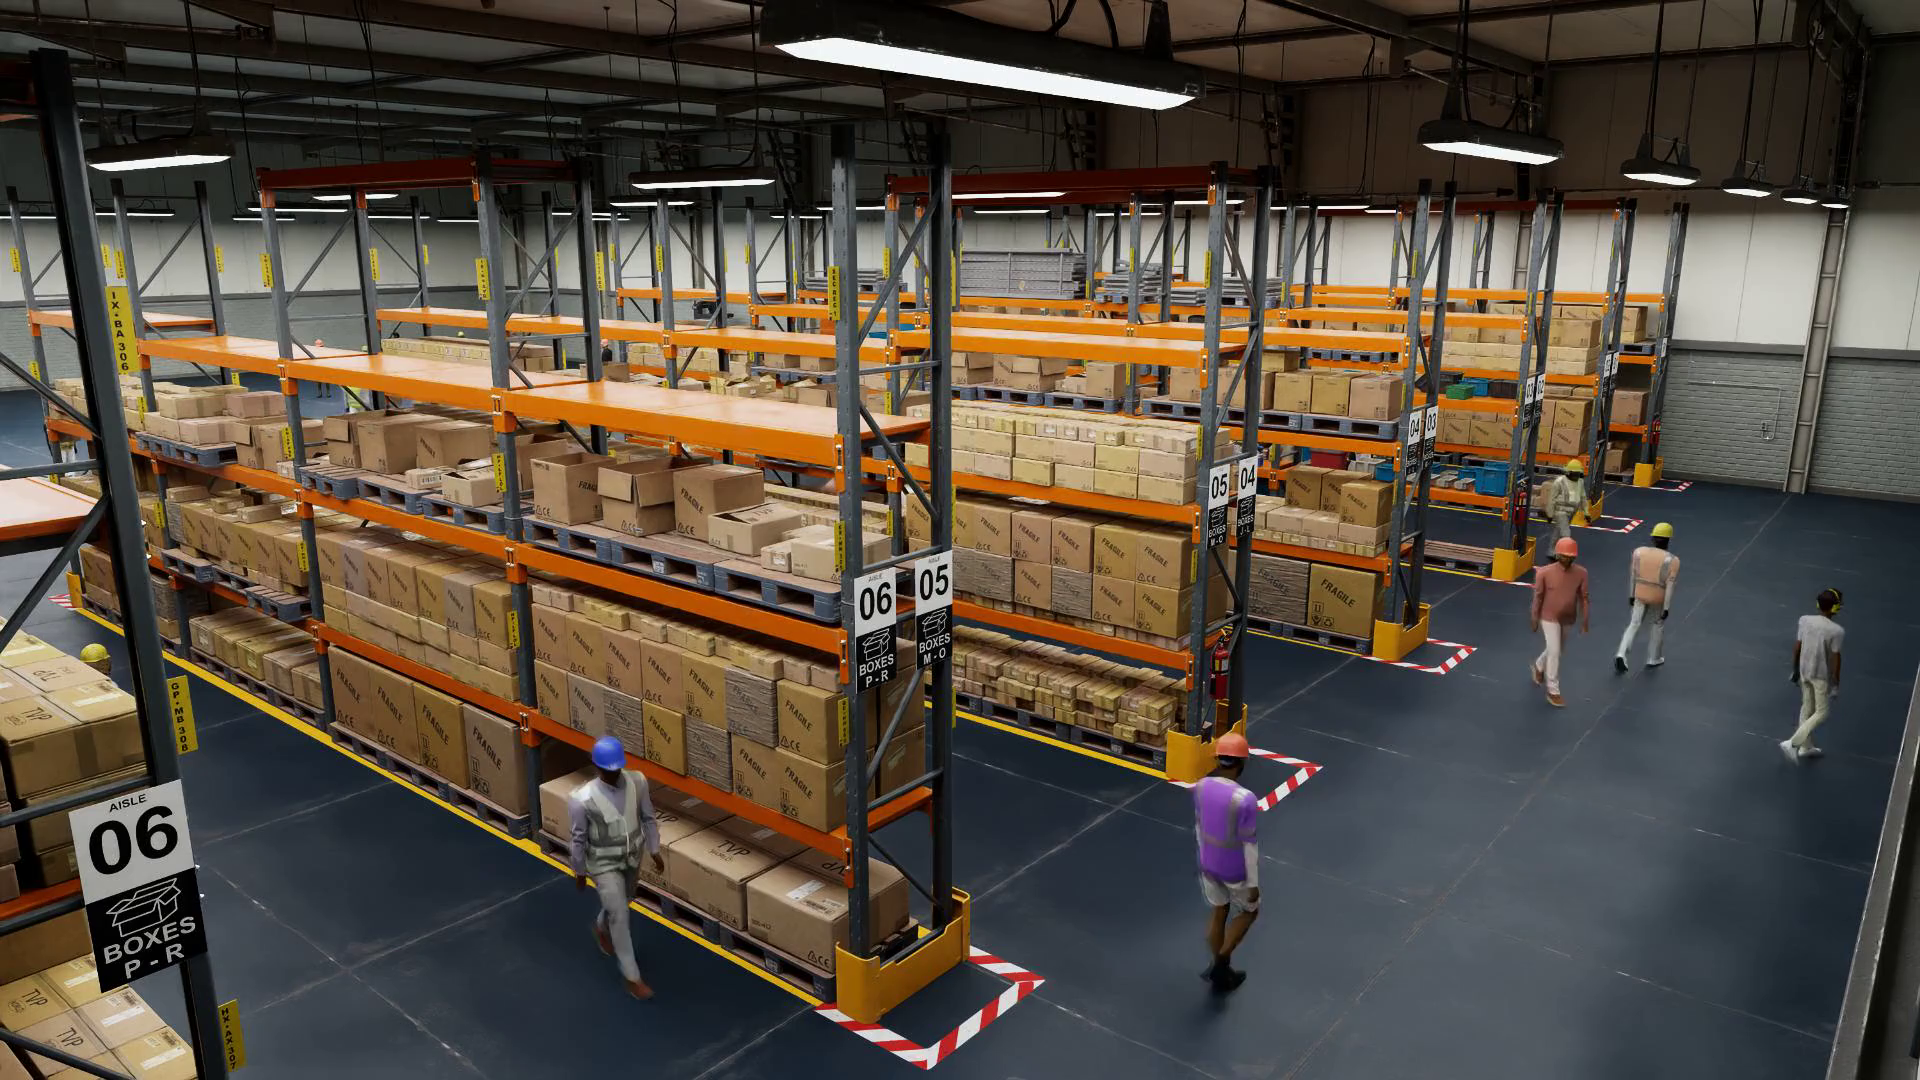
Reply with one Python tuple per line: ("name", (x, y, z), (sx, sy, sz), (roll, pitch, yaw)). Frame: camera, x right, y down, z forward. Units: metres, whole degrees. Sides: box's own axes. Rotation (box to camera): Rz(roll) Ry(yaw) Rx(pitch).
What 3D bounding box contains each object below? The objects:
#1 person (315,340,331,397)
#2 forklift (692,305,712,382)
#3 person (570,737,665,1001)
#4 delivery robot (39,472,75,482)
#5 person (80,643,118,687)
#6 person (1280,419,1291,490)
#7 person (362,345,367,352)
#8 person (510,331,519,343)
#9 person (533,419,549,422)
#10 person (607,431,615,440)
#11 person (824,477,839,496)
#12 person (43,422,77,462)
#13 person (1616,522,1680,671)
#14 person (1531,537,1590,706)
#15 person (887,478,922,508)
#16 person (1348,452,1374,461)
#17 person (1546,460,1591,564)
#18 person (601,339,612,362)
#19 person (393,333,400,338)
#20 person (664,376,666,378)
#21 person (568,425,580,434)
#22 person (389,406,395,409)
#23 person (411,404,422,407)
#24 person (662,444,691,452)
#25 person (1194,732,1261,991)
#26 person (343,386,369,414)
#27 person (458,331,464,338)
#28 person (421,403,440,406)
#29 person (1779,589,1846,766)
("person", (-21.458, -5.765, 42.325), (0.542, 1.930, 0.367), (-5, 14, -19))
("forklift", (-9.511, -7.392, 47.124), (1.873, 2.768, 1.129), (11, 17, 38))
("person", (-2.540, 2.300, 9.203), (0.954, 1.911, 0.606), (12, 18, 41))
("delivery robot", (-19.289, -1.343, 26.890), (0.707, 0.478, 0.477), (4, 14, 16))
("person", (-7.883, 1.797, 11.627), (0.483, 1.737, 0.320), (3, 14, 12))
("person", (6.333, -1.483, 24.684), (1.005, 1.952, 0.624), (8, 16, 28))
("person", (-19.833, -5.672, 42.339), (0.821, 1.736, 0.521), (-2, 14, -10))
("person", (-17.937, -7.632, 50.690), (0.837, 1.599, 0.524), (-2, 14, -7))
("person", (-10.796, -3.403, 32.649), (0.904, 1.921, 0.661), (10, 17, 35))
("person", (-7.275, -1.573, 25.712), (0.537, 1.611, 0.387), (-4, 14, -15))
("person", (-1.827, -0.325, 20.020), (0.668, 1.887, 0.426), (-13, 19, -43))
("person", (-19.153, -1.964, 26.895), (0.430, 1.833, 0.636), (2, 14, 6))
("person", (8.629, 0.712, 15.766), (0.905, 1.897, 0.582), (-10, 17, -36))
("person", (7.075, 0.887, 14.919), (0.621, 1.960, 0.970), (0, 14, -2))
("person", (-0.840, -0.214, 19.650), (0.601, 1.860, 0.602), (-6, 15, -22))
("person", (7.909, -1.514, 24.869), (0.587, 1.914, 0.392), (-6, 15, -22))
("person", (10.024, -0.427, 20.650), (0.618, 1.785, 0.838), (-7, 15, -26))
("person", (-11.719, -5.666, 41.780), (0.390, 1.992, 0.624), (2, 14, 7))
("person", (-21.565, -7.111, 48.345), (0.542, 1.695, 0.316), (0, 14, 0))
("person", (-9.050, -4.764, 38.522), (0.966, 1.782, 0.605), (9, 16, 33))
("person", (-8.493, -2.079, 27.253), (0.566, 1.883, 0.982), (11, 18, 39))
("person", (-12.376, -2.126, 27.523), (0.997, 1.852, 0.662), (-3, 14, -11))
("person", (-11.516, -1.987, 26.821), (0.644, 1.898, 0.920), (5, 15, 19))
("person", (-5.309, -1.151, 23.453), (0.769, 1.891, 0.561), (-4, 14, -14))
("person", (1.938, 2.337, 9.059), (0.494, 1.893, 0.633), (-10, 17, -35))
("person", (-16.064, -3.568, 33.533), (0.632, 1.818, 0.837), (-2, 14, -10))
("person", (-18.981, -7.085, 48.115), (0.535, 1.751, 0.470), (-5, 14, -19))
("person", (-13.343, -3.172, 31.675), (0.676, 1.915, 0.633), (7, 15, 26))
("person", (8.817, 1.397, 13.033), (0.616, 1.867, 0.568), (-4, 14, -16))
